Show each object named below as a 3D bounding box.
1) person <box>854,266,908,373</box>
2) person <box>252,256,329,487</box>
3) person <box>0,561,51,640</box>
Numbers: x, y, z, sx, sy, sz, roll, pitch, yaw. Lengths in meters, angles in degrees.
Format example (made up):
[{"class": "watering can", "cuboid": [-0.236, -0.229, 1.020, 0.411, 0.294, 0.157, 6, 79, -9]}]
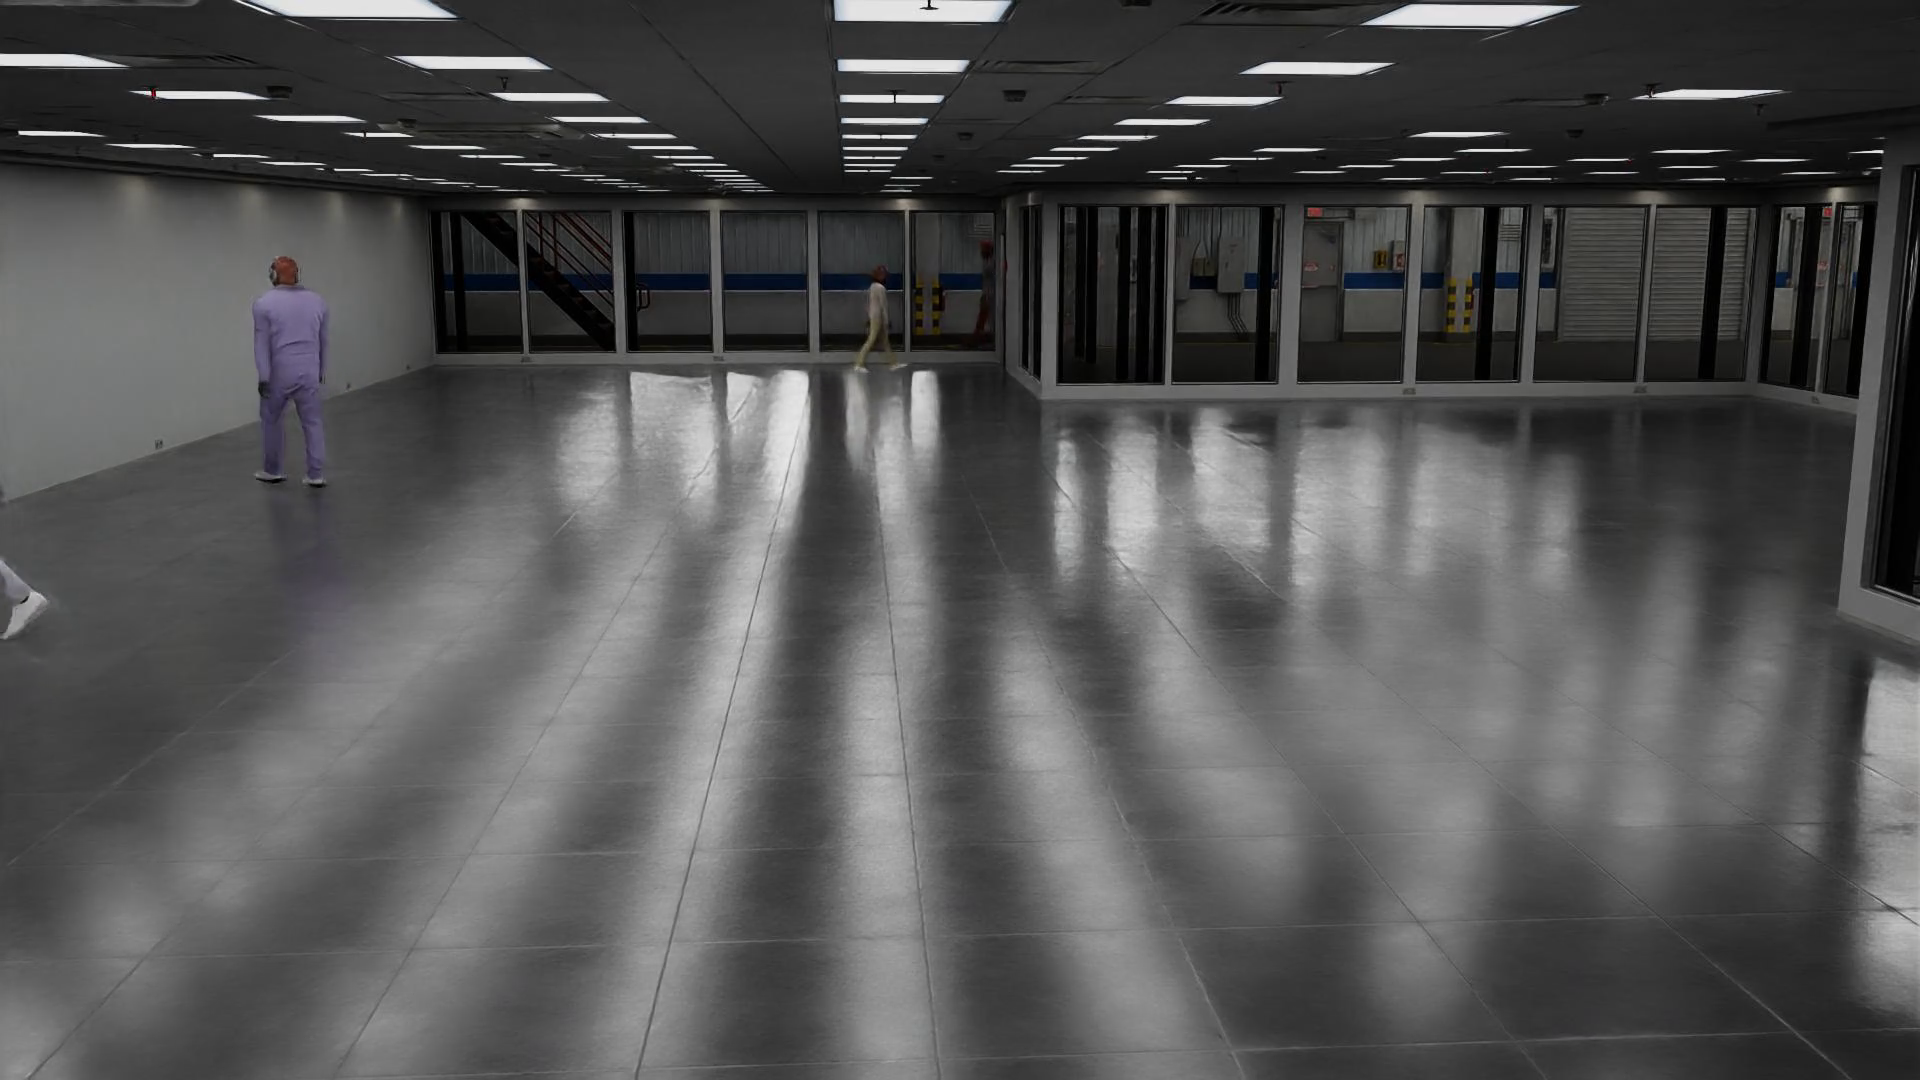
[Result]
[{"class": "person", "cuboid": [-1.204, -3.273, 24.705, 0.875, 1.584, 0.523, -4, 11, -18]}, {"class": "person", "cuboid": [-5.563, -1.383, 13.711, 0.813, 1.881, 0.661, 10, 14, 42]}, {"class": "person", "cuboid": [-5.145, -0.352, 8.316, 0.903, 1.837, 0.529, -3, 11, -15]}]
